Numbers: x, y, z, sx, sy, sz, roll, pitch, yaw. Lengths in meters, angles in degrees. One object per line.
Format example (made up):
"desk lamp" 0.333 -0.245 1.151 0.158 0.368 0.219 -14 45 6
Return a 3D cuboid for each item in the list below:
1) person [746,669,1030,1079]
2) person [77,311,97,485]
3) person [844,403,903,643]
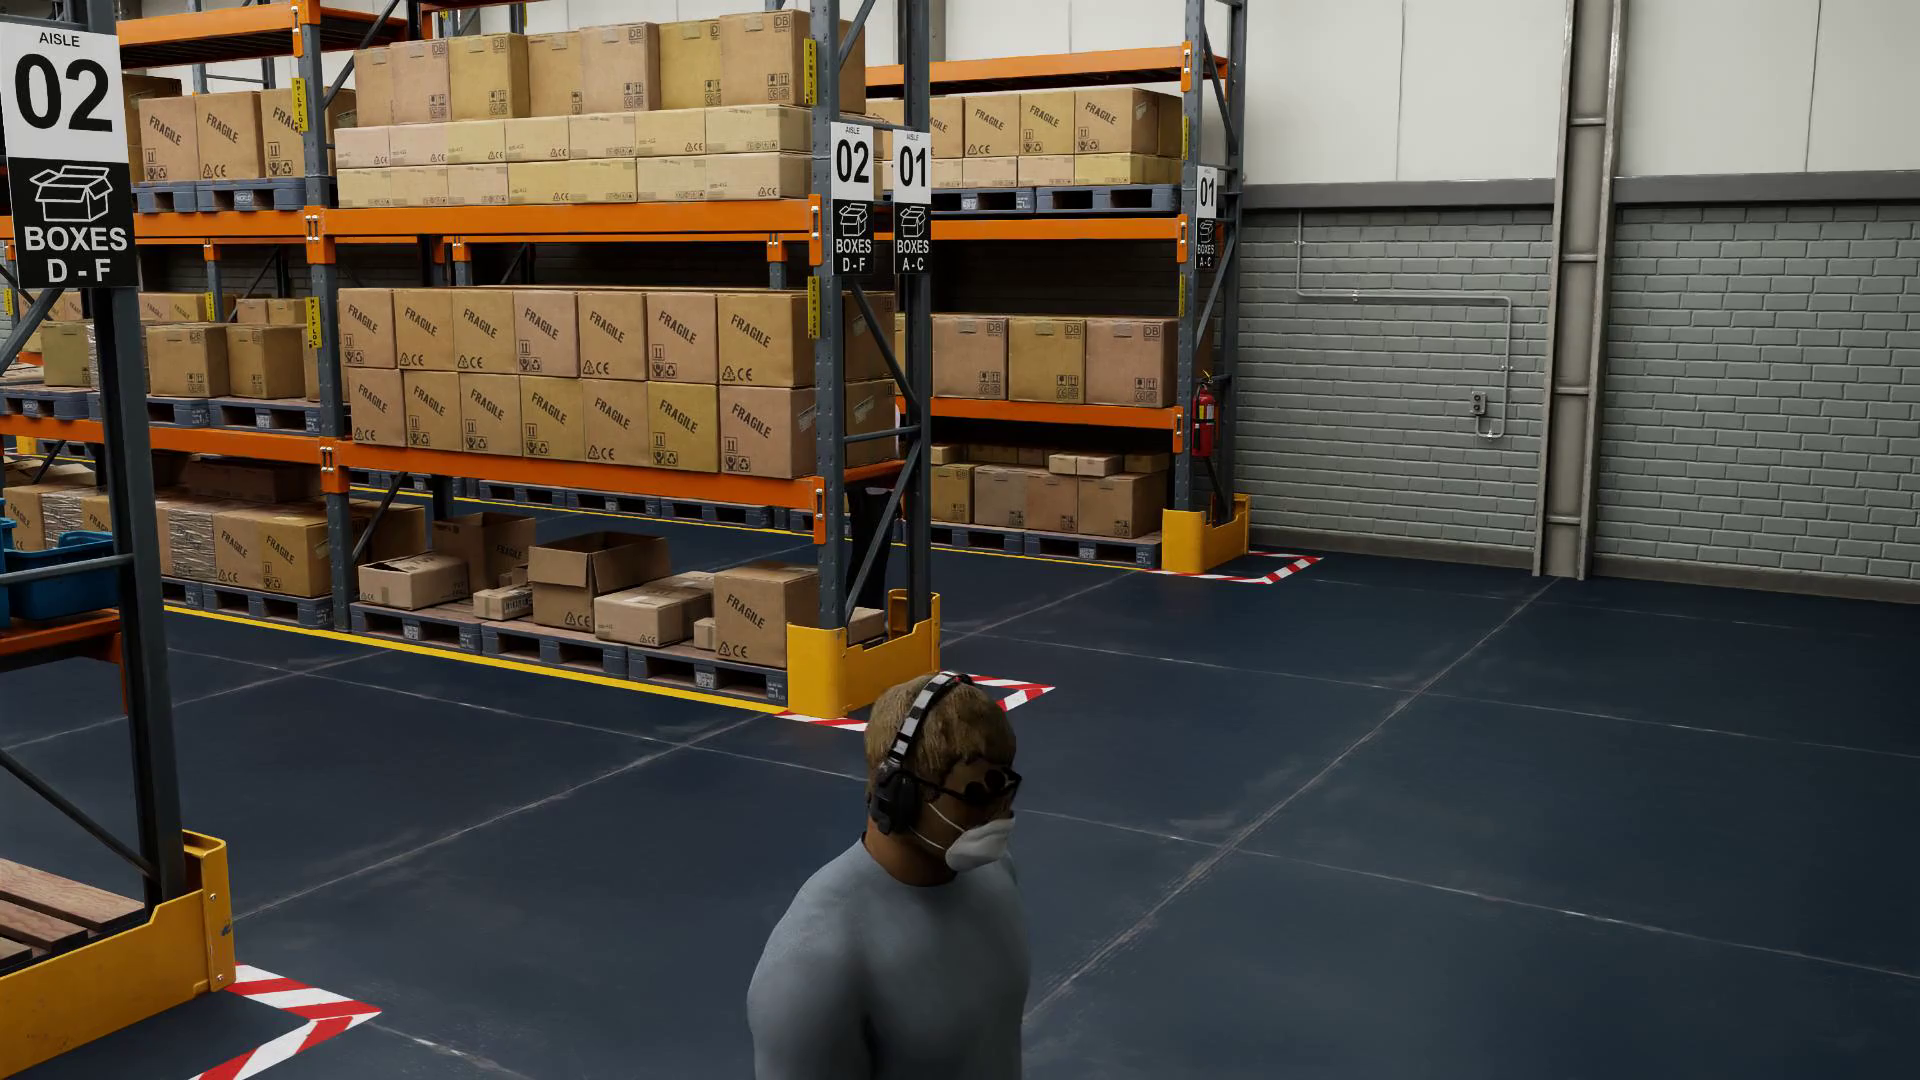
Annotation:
"person" -0.065 1.140 2.578 0.373 1.935 0.627 5 11 26
"person" -9.290 -1.500 17.939 0.823 1.972 0.622 7 12 37
"person" -0.577 -0.274 10.911 0.371 1.915 0.597 5 11 26
